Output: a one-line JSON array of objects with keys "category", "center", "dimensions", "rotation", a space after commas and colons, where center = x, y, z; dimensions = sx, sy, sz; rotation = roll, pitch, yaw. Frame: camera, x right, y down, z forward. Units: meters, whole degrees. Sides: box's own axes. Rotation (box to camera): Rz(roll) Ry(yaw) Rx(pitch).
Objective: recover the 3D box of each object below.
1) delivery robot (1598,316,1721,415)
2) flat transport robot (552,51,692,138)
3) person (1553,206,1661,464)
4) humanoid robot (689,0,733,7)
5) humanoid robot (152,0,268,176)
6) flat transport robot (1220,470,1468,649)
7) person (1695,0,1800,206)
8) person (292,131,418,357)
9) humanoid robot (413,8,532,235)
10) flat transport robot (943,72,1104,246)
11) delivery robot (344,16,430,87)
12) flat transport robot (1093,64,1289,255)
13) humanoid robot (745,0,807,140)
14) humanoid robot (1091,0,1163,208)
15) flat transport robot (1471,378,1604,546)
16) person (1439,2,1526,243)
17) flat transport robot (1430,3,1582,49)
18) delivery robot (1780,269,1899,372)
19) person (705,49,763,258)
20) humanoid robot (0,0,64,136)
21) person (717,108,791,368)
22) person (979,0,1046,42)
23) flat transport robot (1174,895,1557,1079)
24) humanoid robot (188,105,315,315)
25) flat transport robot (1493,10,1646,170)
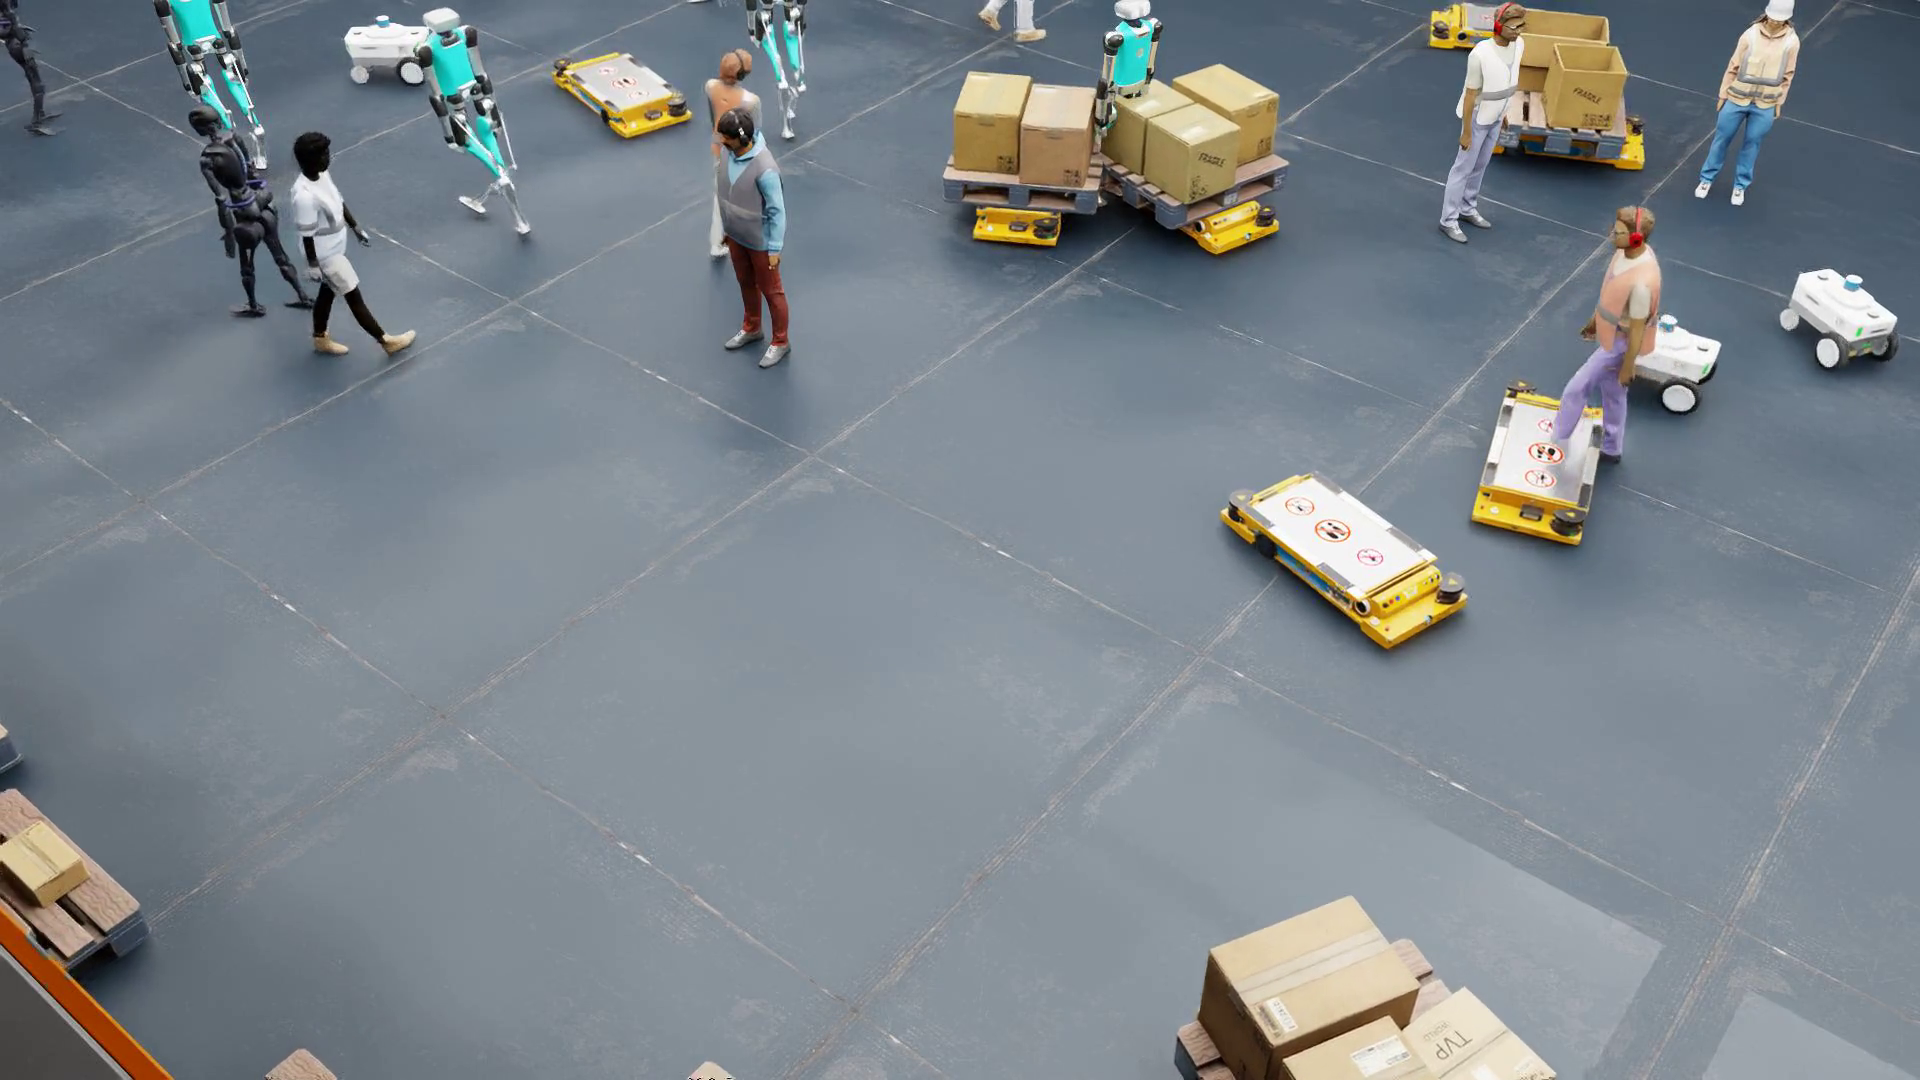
[{"category": "delivery robot", "center": [4.763, -1.241, 11.325], "dimensions": [0.808, 0.604, 0.499], "rotation": [22, 45, 24]}, {"category": "flat transport robot", "center": [-3.015, -3.985, 14.766], "dimensions": [0.659, 0.231, 1.431], "rotation": [-25, 46, -27]}, {"category": "person", "center": [3.957, -1.247, 10.345], "dimensions": [0.783, 1.813, 0.572], "rotation": [9, 41, 10]}, {"category": "humanoid robot", "center": [-2.451, -5.891, 15.969], "dimensions": [0.743, 1.902, 0.560], "rotation": [-14, 42, -15]}, {"category": "humanoid robot", "center": [-5.834, -3.640, 13.123], "dimensions": [0.533, 1.677, 0.735], "rotation": [-26, 47, -27]}, {"category": "flat transport robot", "center": [2.290, 0.068, 9.998], "dimensions": [0.659, 0.231, 1.431], "rotation": [-24, 46, -26]}, {"category": "person", "center": [6.195, -3.458, 13.026], "dimensions": [0.481, 1.718, 0.378], "rotation": [14, 42, 16]}, {"category": "person", "center": [-4.246, -1.991, 11.354], "dimensions": [0.768, 1.650, 0.534], "rotation": [-7, 41, -8]}, {"category": "humanoid robot", "center": [-3.570, -3.095, 12.609], "dimensions": [1.027, 1.739, 0.531], "rotation": [27, 47, 28]}, {"category": "flat transport robot", "center": [0.541, -2.816, 13.390], "dimensions": [0.659, 0.231, 1.431], "rotation": [6, 41, 7]}, {"category": "delivery robot", "center": [-5.153, -4.446, 15.098], "dimensions": [0.807, 0.609, 0.499], "rotation": [0, 40, 0]}, {"category": "flat transport robot", "center": [1.827, -2.745, 13.307], "dimensions": [0.659, 0.231, 1.431], "rotation": [-24, 46, -26]}, {"category": "humanoid robot", "center": [-1.449, -4.214, 13.913], "dimensions": [0.550, 1.785, 0.873], "rotation": [-15, 43, -17]}, {"category": "humanoid robot", "center": [1.133, -3.439, 12.887], "dimensions": [0.533, 1.677, 0.735], "rotation": [-27, 47, -28]}, {"category": "flat transport robot", "center": [3.743, -0.521, 10.691], "dimensions": [0.659, 0.231, 1.431], "rotation": [15, 43, 17]}, {"category": "person", "center": [3.962, -3.179, 12.600], "dimensions": [0.565, 1.846, 0.390], "rotation": [-30, 49, -30]}, {"category": "flat transport robot", "center": [5.198, -4.816, 15.743], "dimensions": [1.431, 0.231, 0.659], "rotation": [9, 41, 10]}, {"category": "delivery robot", "center": [6.210, -1.559, 11.706], "dimensions": [0.499, 0.614, 0.804], "rotation": [-11, 42, -13]}, {"category": "person", "center": [-1.671, -2.921, 12.485], "dimensions": [0.517, 1.587, 0.845], "rotation": [16, 43, 18]}, {"category": "humanoid robot", "center": [-7.968, -4.243, 13.985], "dimensions": [0.372, 1.657, 0.609], "rotation": [-21, 45, -23]}, {"category": "person", "center": [-1.393, -2.058, 11.257], "dimensions": [0.545, 1.875, 0.408], "rotation": [30, 49, 31]}, {"category": "person", "center": [0.534, -5.476, 15.317], "dimensions": [0.520, 1.826, 0.638], "rotation": [-14, 42, -16]}, {"category": "flat transport robot", "center": [1.664, 2.472, 7.170], "dimensions": [0.659, 0.231, 1.431], "rotation": [-16, 43, -18]}, {"category": "humanoid robot", "center": [-5.056, -2.309, 11.717], "dimensions": [0.603, 1.634, 0.612], "rotation": [4, 41, 5]}, {"category": "flat transport robot", "center": [5.067, -3.462, 14.150], "dimensions": [1.431, 0.231, 0.659], "rotation": [10, 41, 12]}]
